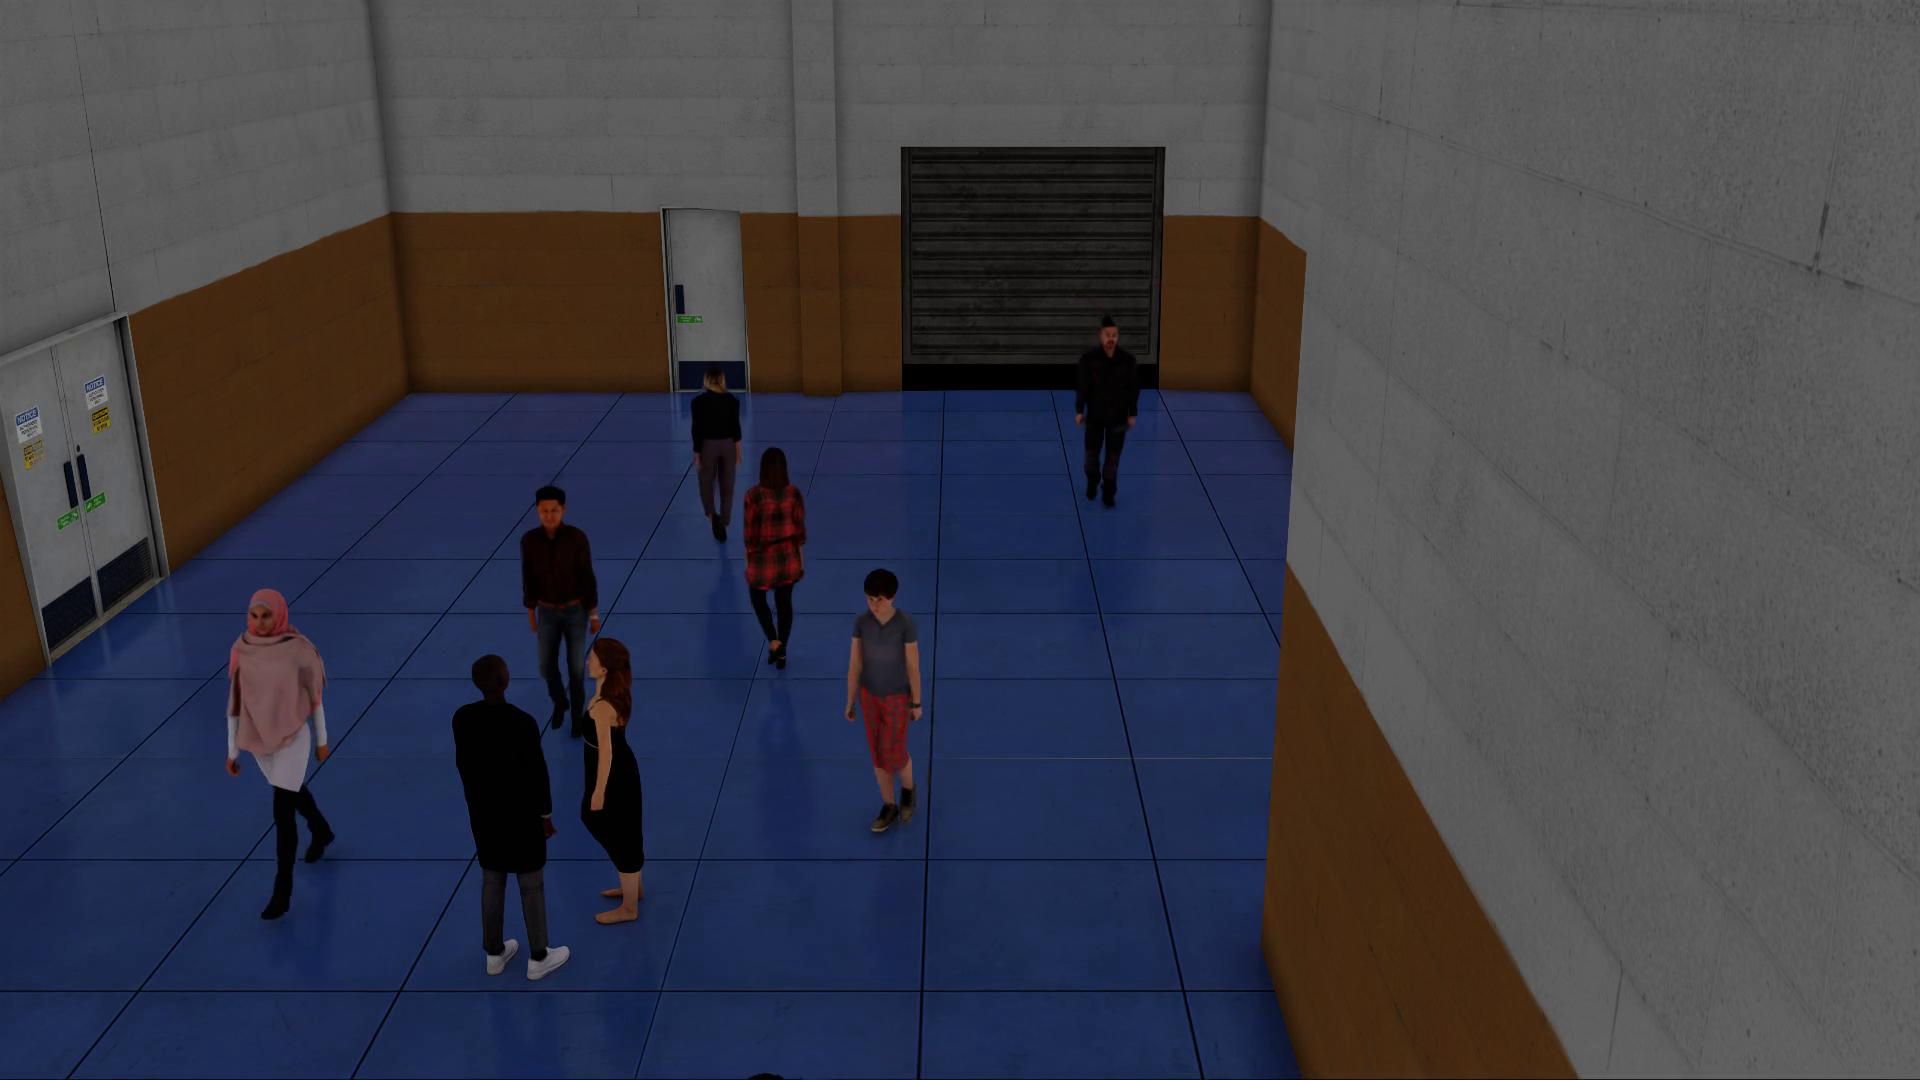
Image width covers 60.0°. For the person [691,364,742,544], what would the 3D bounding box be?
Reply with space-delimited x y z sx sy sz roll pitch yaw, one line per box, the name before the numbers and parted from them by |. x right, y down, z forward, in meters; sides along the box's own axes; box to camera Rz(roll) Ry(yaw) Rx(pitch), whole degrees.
person | -2.158 -0.728 14.850 0.787 1.658 0.752 -4 19 -12

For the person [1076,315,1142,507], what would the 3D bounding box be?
person | 1.407 -1.267 16.103 0.595 1.855 0.824 0 19 0

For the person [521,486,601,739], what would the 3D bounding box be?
person | -2.655 0.460 11.154 0.606 1.768 0.748 -3 19 -7

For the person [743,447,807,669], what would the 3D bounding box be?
person | -1.340 0.170 12.133 0.740 1.694 0.798 -7 20 -19

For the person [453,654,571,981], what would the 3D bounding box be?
person | -2.296 1.393 8.399 0.581 1.760 0.755 5 19 14

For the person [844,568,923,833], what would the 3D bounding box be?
person | -0.406 0.926 9.955 0.710 1.639 0.767 7 20 21

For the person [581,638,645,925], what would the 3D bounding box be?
person | -1.854 1.282 8.943 0.546 1.624 0.557 0 19 1

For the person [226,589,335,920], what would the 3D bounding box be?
person | -3.746 1.114 9.241 1.153 1.752 0.763 2 19 5
